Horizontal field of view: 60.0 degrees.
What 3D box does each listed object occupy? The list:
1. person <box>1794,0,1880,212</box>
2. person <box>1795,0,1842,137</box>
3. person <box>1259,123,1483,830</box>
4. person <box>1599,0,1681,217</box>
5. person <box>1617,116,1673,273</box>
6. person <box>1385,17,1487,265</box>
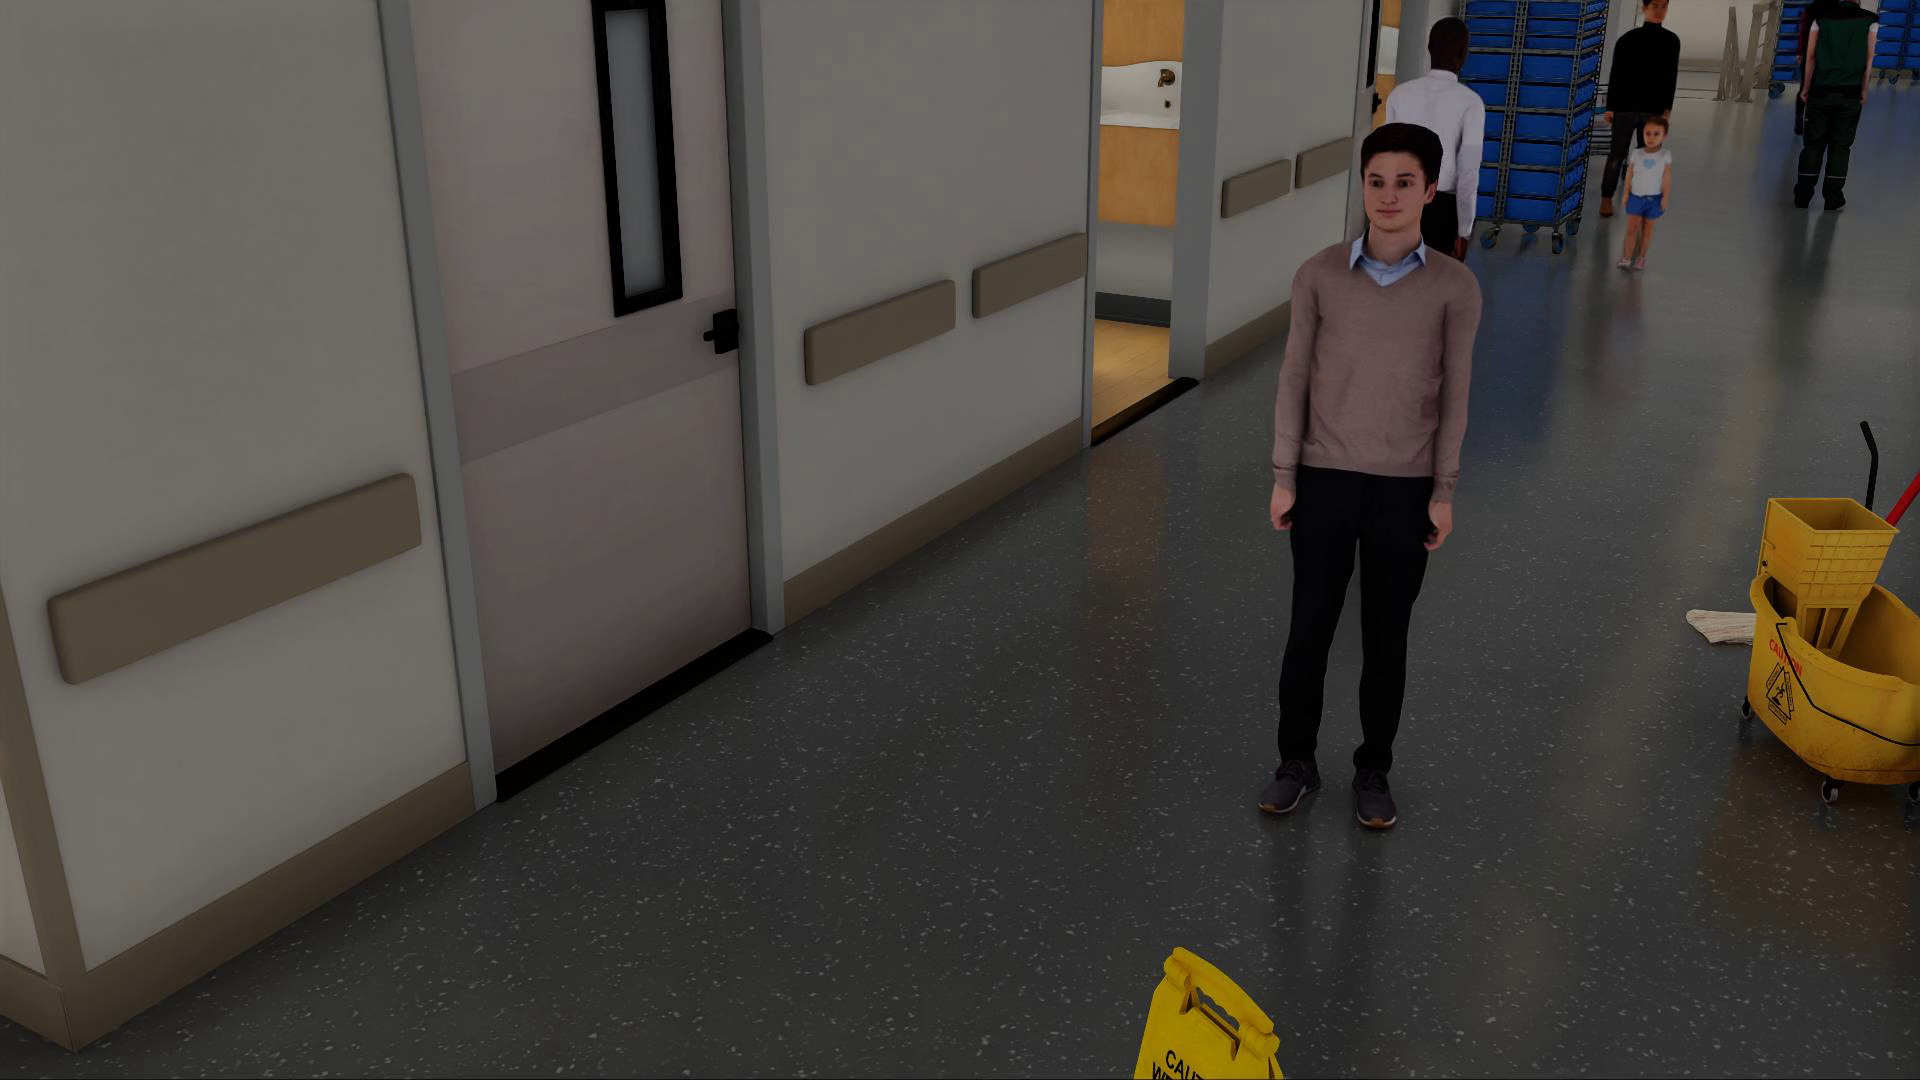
[{"bbox_3d":[6.983,-3.582,13.264,0.639,1.838,0.572,13,24,30],"label":"person"},{"bbox_3d":[8.959,-5.033,17.407,0.653,1.621,1.051,14,25,33],"label":"person"},{"bbox_3d":[1.034,-0.142,4.229,0.670,1.809,0.618,7,22,17],"label":"person"},{"bbox_3d":[5.285,-3.394,12.942,0.716,1.719,0.671,4,21,9],"label":"person"},{"bbox_3d":[4.570,-2.297,11.047,0.441,1.010,0.608,11,23,26],"label":"person"},{"bbox_3d":[2.054,-1.397,7.551,0.672,1.804,1.149,13,24,31],"label":"person"}]
